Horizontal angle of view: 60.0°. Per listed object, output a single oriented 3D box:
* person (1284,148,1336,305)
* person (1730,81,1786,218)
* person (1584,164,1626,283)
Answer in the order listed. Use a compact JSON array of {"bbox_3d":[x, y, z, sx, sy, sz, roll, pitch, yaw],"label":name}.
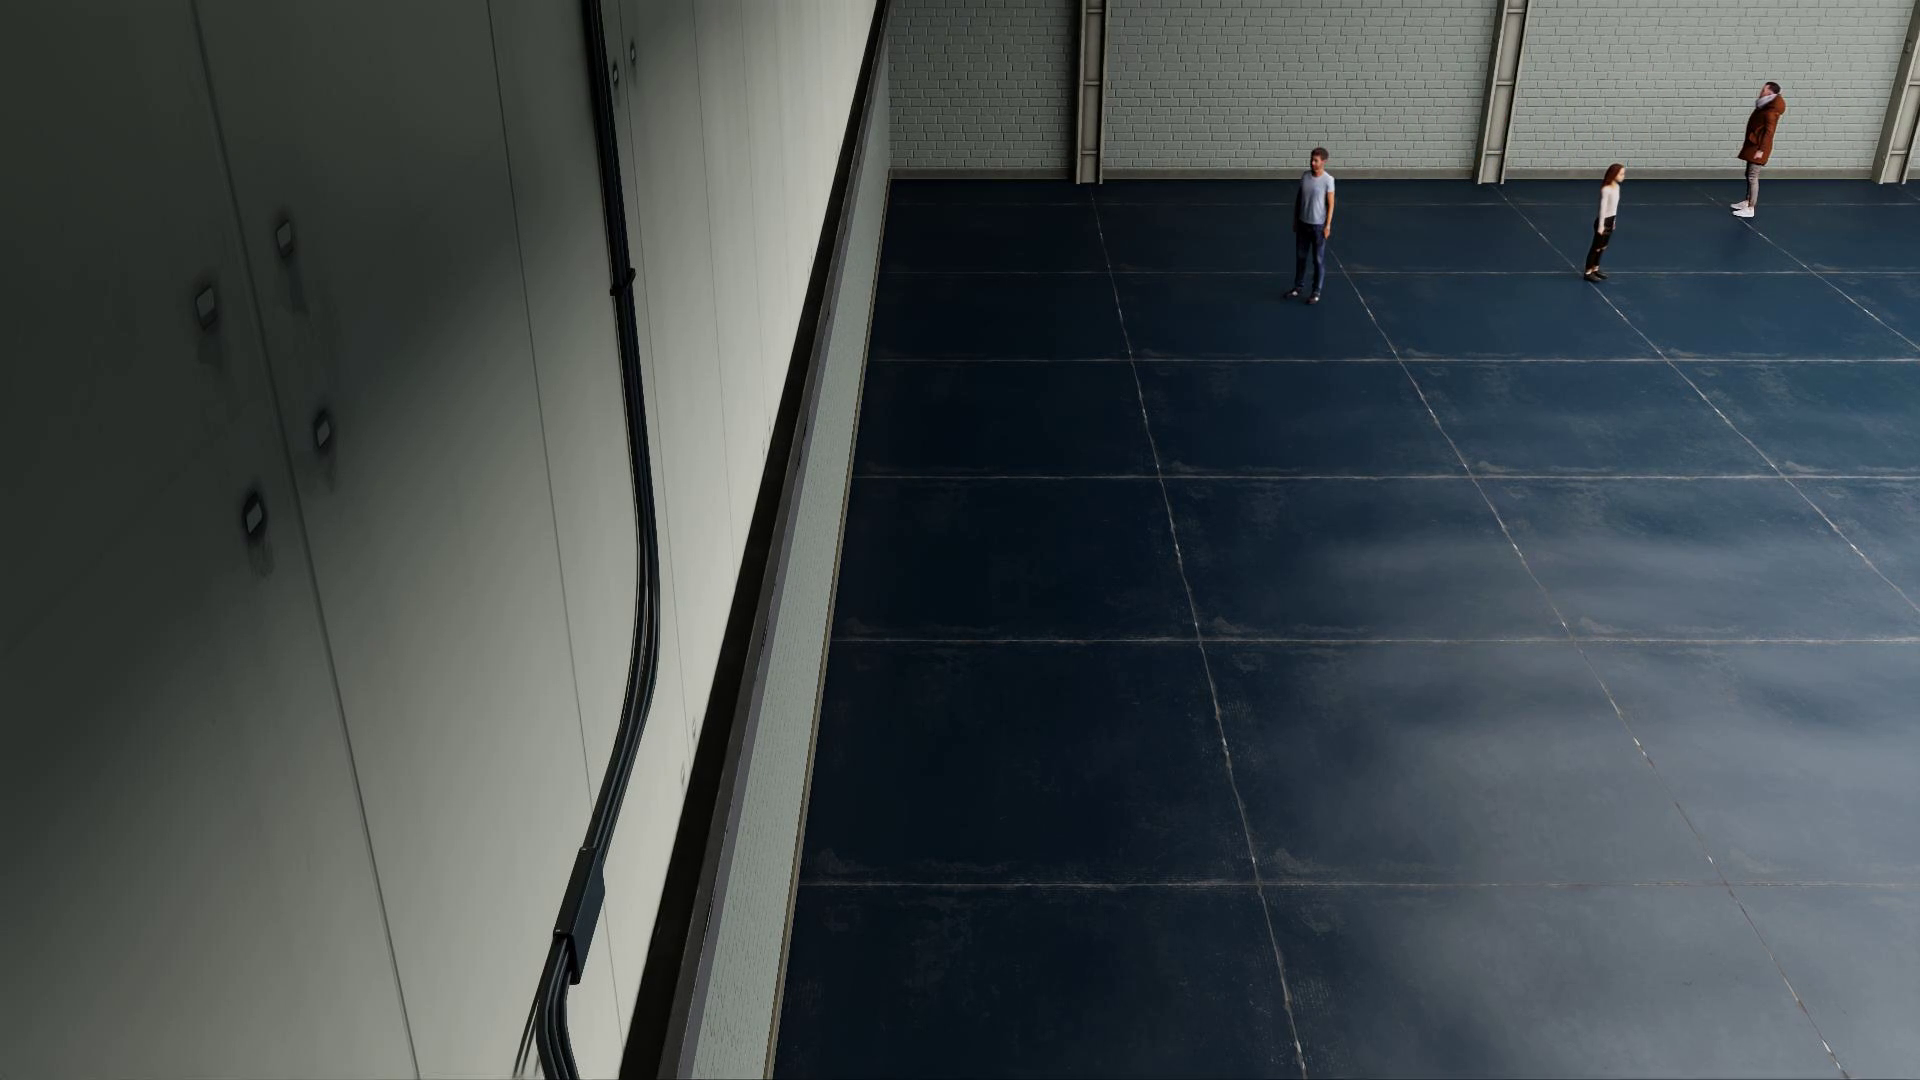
[{"bbox_3d":[4.241,-3.786,19.969,0.689,1.865,0.773,21,35,34],"label":"person"},{"bbox_3d":[11.086,-5.431,23.088,0.811,1.837,0.802,9,29,16],"label":"person"},{"bbox_3d":[8.020,-3.960,20.702,0.651,1.483,0.597,24,36,37],"label":"person"}]
